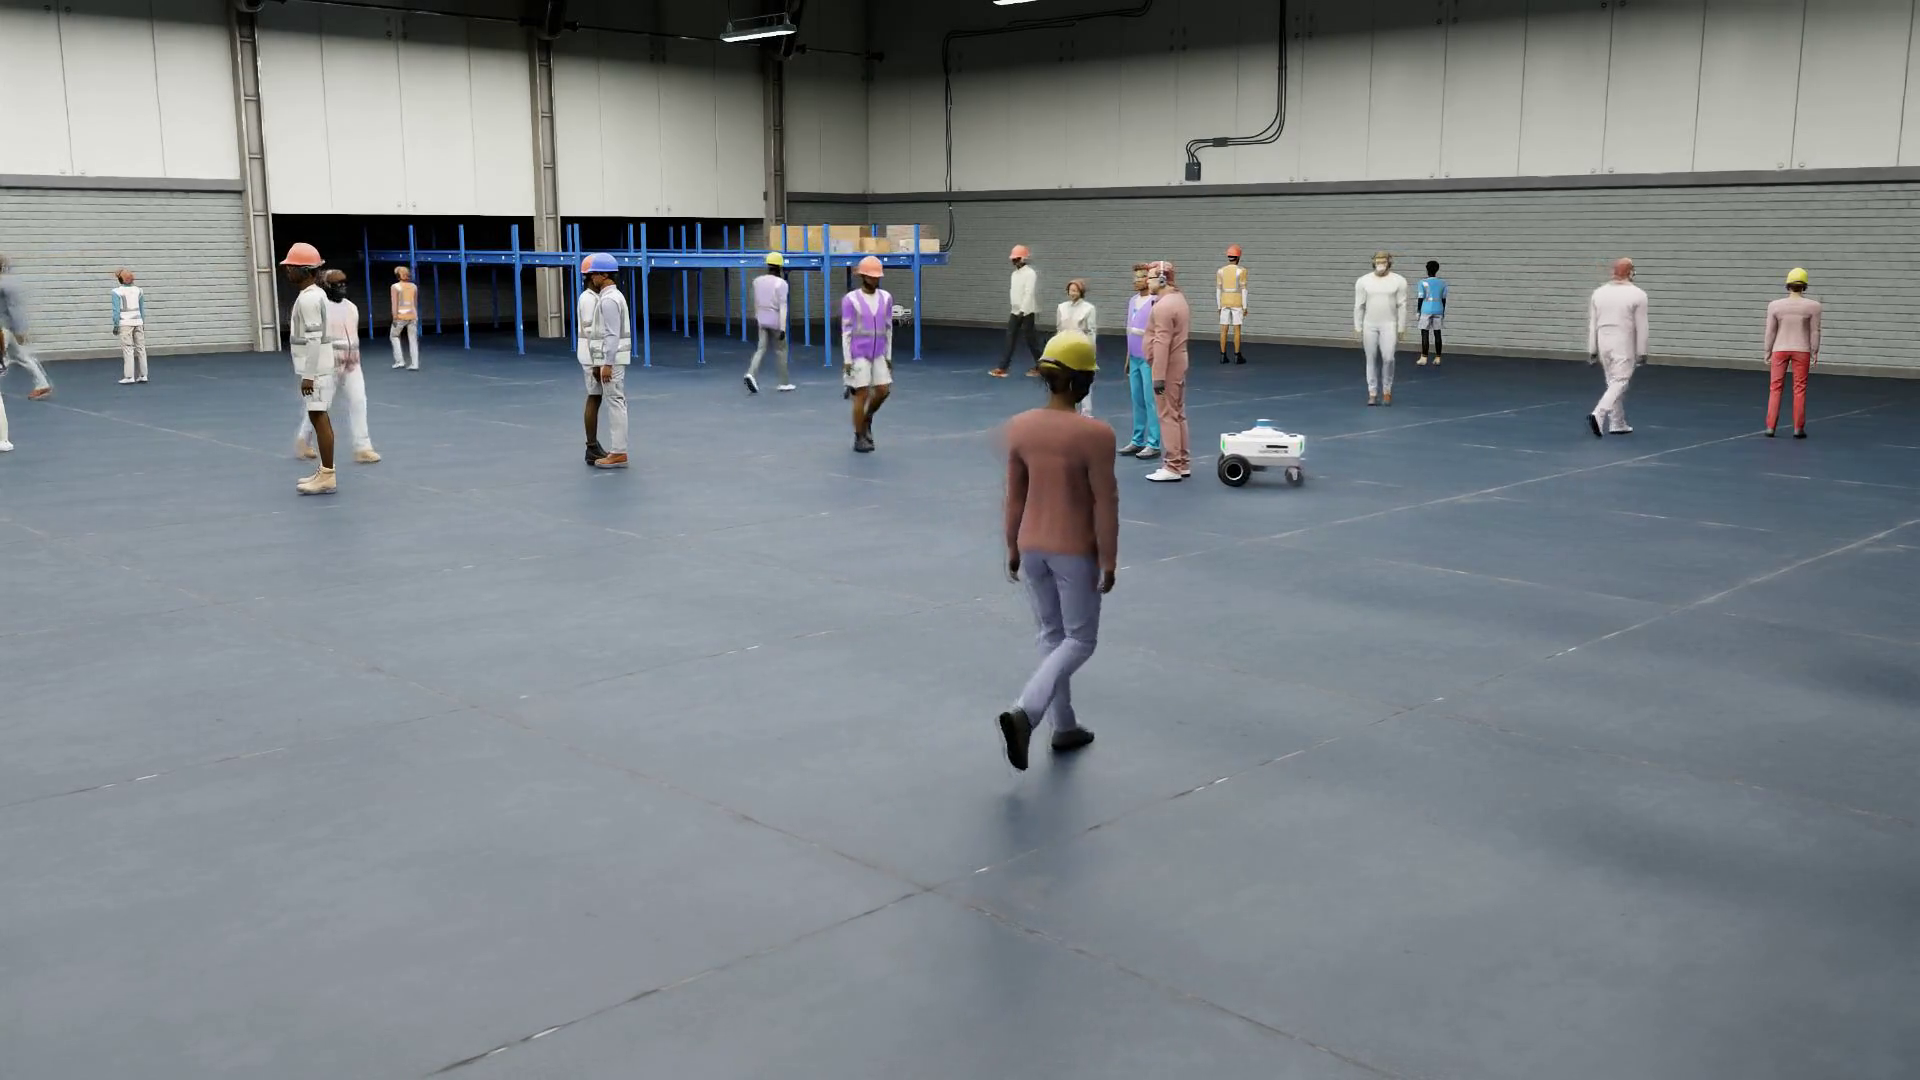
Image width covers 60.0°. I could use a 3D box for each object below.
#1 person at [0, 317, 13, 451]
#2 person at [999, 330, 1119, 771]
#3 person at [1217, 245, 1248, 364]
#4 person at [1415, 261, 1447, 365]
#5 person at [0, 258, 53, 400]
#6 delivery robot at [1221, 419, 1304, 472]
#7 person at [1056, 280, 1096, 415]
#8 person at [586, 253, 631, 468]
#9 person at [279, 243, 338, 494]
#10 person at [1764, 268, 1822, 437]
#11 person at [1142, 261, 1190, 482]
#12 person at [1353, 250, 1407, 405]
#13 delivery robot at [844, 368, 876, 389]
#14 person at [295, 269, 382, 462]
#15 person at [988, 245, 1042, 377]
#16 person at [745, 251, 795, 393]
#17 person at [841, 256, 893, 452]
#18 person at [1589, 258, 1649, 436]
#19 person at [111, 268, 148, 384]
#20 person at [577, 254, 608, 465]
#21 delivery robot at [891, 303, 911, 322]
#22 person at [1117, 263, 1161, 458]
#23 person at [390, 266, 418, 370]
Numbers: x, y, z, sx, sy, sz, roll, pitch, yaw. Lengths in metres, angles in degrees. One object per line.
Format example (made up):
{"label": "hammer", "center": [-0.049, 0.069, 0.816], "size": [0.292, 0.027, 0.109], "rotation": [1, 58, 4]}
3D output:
{"label": "person", "center": [-9.623, -1.795, 16.281], "size": [0.516, 1.871, 0.325], "rotation": [-6, 12, -28]}
{"label": "person", "center": [0.364, 0.046, 6.603], "size": [0.531, 1.748, 0.704], "rotation": [9, 13, 39]}
{"label": "person", "center": [4.532, -3.913, 27.645], "size": [0.543, 1.939, 0.360], "rotation": [7, 12, 32]}
{"label": "person", "center": [7.711, -3.718, 27.233], "size": [0.540, 1.697, 0.317], "rotation": [-3, 11, -14]}
{"label": "person", "center": [-12.116, -2.680, 21.110], "size": [1.063, 1.889, 0.639], "rotation": [-10, 14, -44]}
{"label": "delivery robot", "center": [2.595, -0.794, 14.274], "size": [0.707, 0.478, 0.477], "rotation": [2, 11, 9]}
{"label": "person", "center": [1.294, -2.131, 18.819], "size": [0.539, 1.603, 0.709], "rotation": [6, 12, 31]}
{"label": "person", "center": [-3.216, -1.651, 15.284], "size": [0.388, 1.947, 0.613], "rotation": [-2, 11, -9]}
{"label": "person", "center": [-5.361, -1.415, 13.728], "size": [0.369, 2.048, 0.607], "rotation": [-3, 11, -17]}
{"label": "person", "center": [8.749, -1.968, 17.499], "size": [0.531, 1.772, 0.301], "rotation": [6, 12, 30]}
{"label": "person", "center": [1.779, -1.466, 14.457], "size": [0.409, 1.895, 0.660], "rotation": [4, 11, 19]}
{"label": "person", "center": [5.212, -2.631, 20.705], "size": [0.626, 1.919, 0.599], "rotation": [3, 11, 18]}
{"label": "delivery robot", "center": [-1.275, -2.202, 21.952], "size": [0.477, 0.478, 0.707], "rotation": [3, 11, 16]}
{"label": "person", "center": [-5.906, -1.640, 15.622], "size": [0.897, 1.808, 0.623], "rotation": [7, 12, 32]}
{"label": "person", "center": [0.891, -3.402, 24.820], "size": [0.895, 1.956, 0.616], "rotation": [-7, 12, -33]}
{"label": "person", "center": [-2.585, -2.940, 22.457], "size": [0.591, 1.899, 0.877], "rotation": [6, 12, 29]}
{"label": "person", "center": [-0.888, -1.825, 16.327], "size": [0.606, 1.909, 0.516], "rotation": [-7, 12, -34]}
{"label": "person", "center": [6.937, -2.037, 17.587], "size": [0.855, 1.881, 0.650], "rotation": [-7, 12, -33]}
{"label": "person", "center": [-11.891, -3.063, 23.815], "size": [0.308, 1.645, 0.514], "rotation": [4, 11, 22]}
{"label": "person", "center": [-3.373, -1.684, 15.486], "size": [0.363, 1.939, 0.542], "rotation": [-2, 11, -12]}
{"label": "delivery robot", "center": [-1.472, -5.304, 38.866], "size": [0.477, 0.478, 0.707], "rotation": [-10, 14, -44]}
{"label": "person", "center": [1.779, -1.721, 15.927], "size": [0.379, 1.849, 0.570], "rotation": [-5, 12, -26]}
{"label": "person", "center": [-8.770, -3.480, 26.143], "size": [0.568, 1.619, 0.538], "rotation": [7, 12, 32]}
